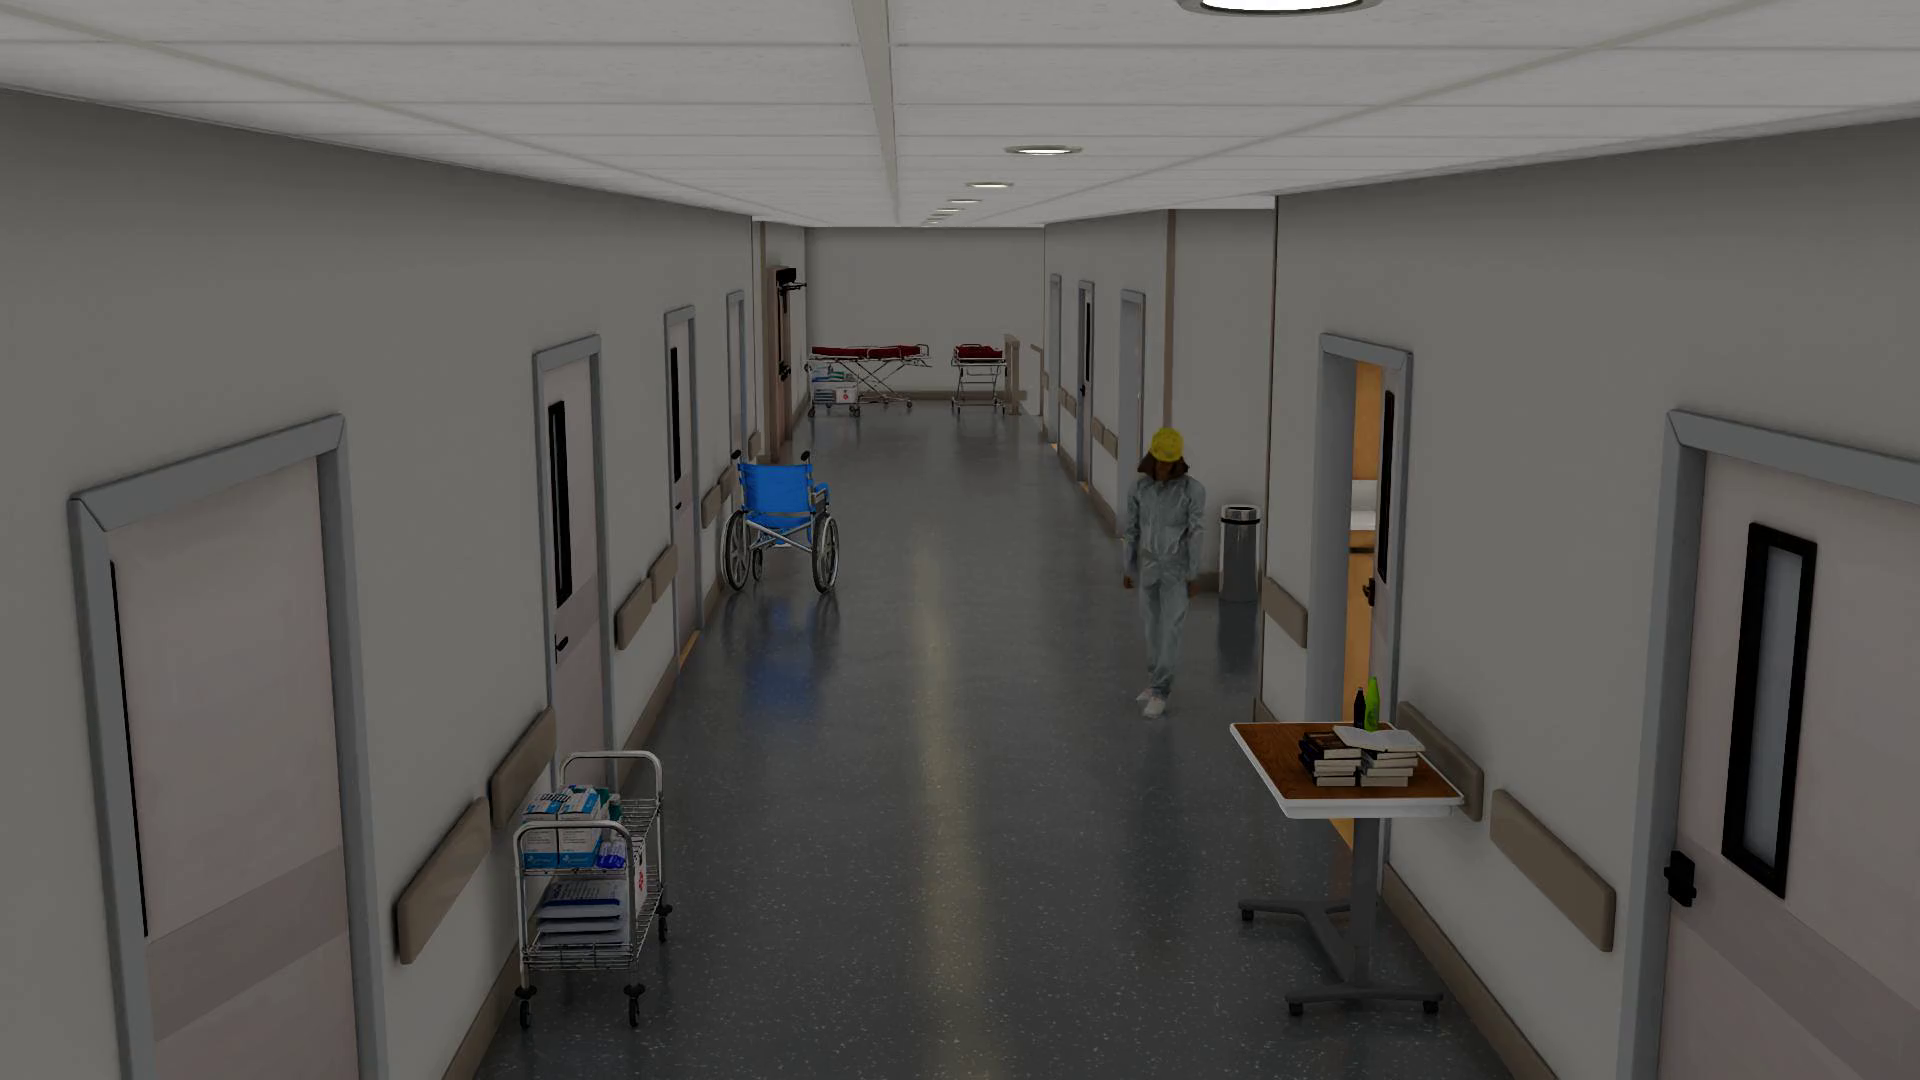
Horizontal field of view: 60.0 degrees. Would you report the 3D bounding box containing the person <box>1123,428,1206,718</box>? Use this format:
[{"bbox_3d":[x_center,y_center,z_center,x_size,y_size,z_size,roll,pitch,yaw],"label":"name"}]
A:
[{"bbox_3d":[1.181,0.184,9.766,0.527,1.698,0.694,6,12,30],"label":"person"}]
